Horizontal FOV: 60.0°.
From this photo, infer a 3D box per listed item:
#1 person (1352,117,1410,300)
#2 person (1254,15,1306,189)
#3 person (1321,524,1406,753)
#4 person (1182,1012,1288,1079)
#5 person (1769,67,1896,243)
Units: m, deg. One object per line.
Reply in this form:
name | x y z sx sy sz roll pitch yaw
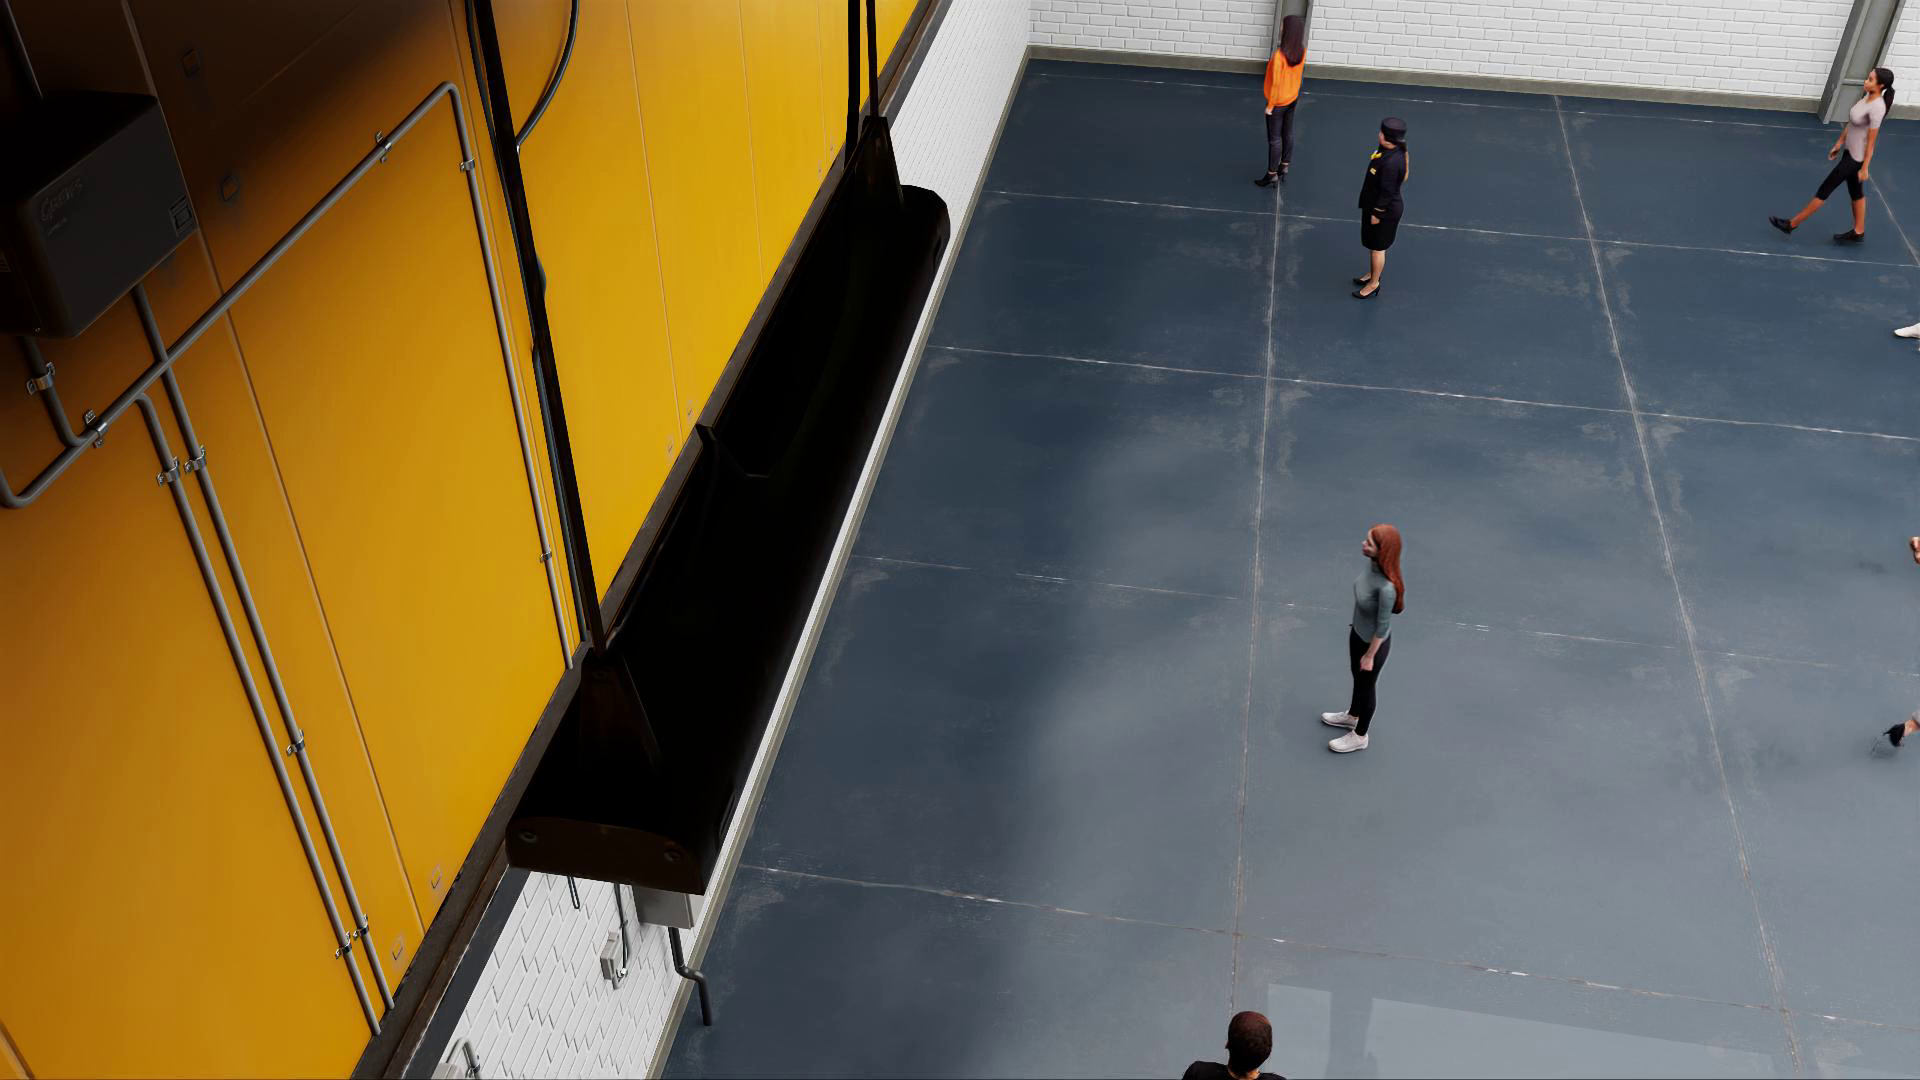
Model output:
person | 3.750 -2.943 14.783 0.628 1.671 0.707 9 39 11
person | 3.197 -4.349 16.480 0.726 1.749 0.709 30 47 32
person | 2.521 0.610 10.277 0.561 1.742 0.612 2 39 2
person | 1.157 2.825 7.427 1.087 1.837 0.798 2 39 3
person | 8.423 -3.537 15.500 1.155 1.703 0.707 10 40 13
